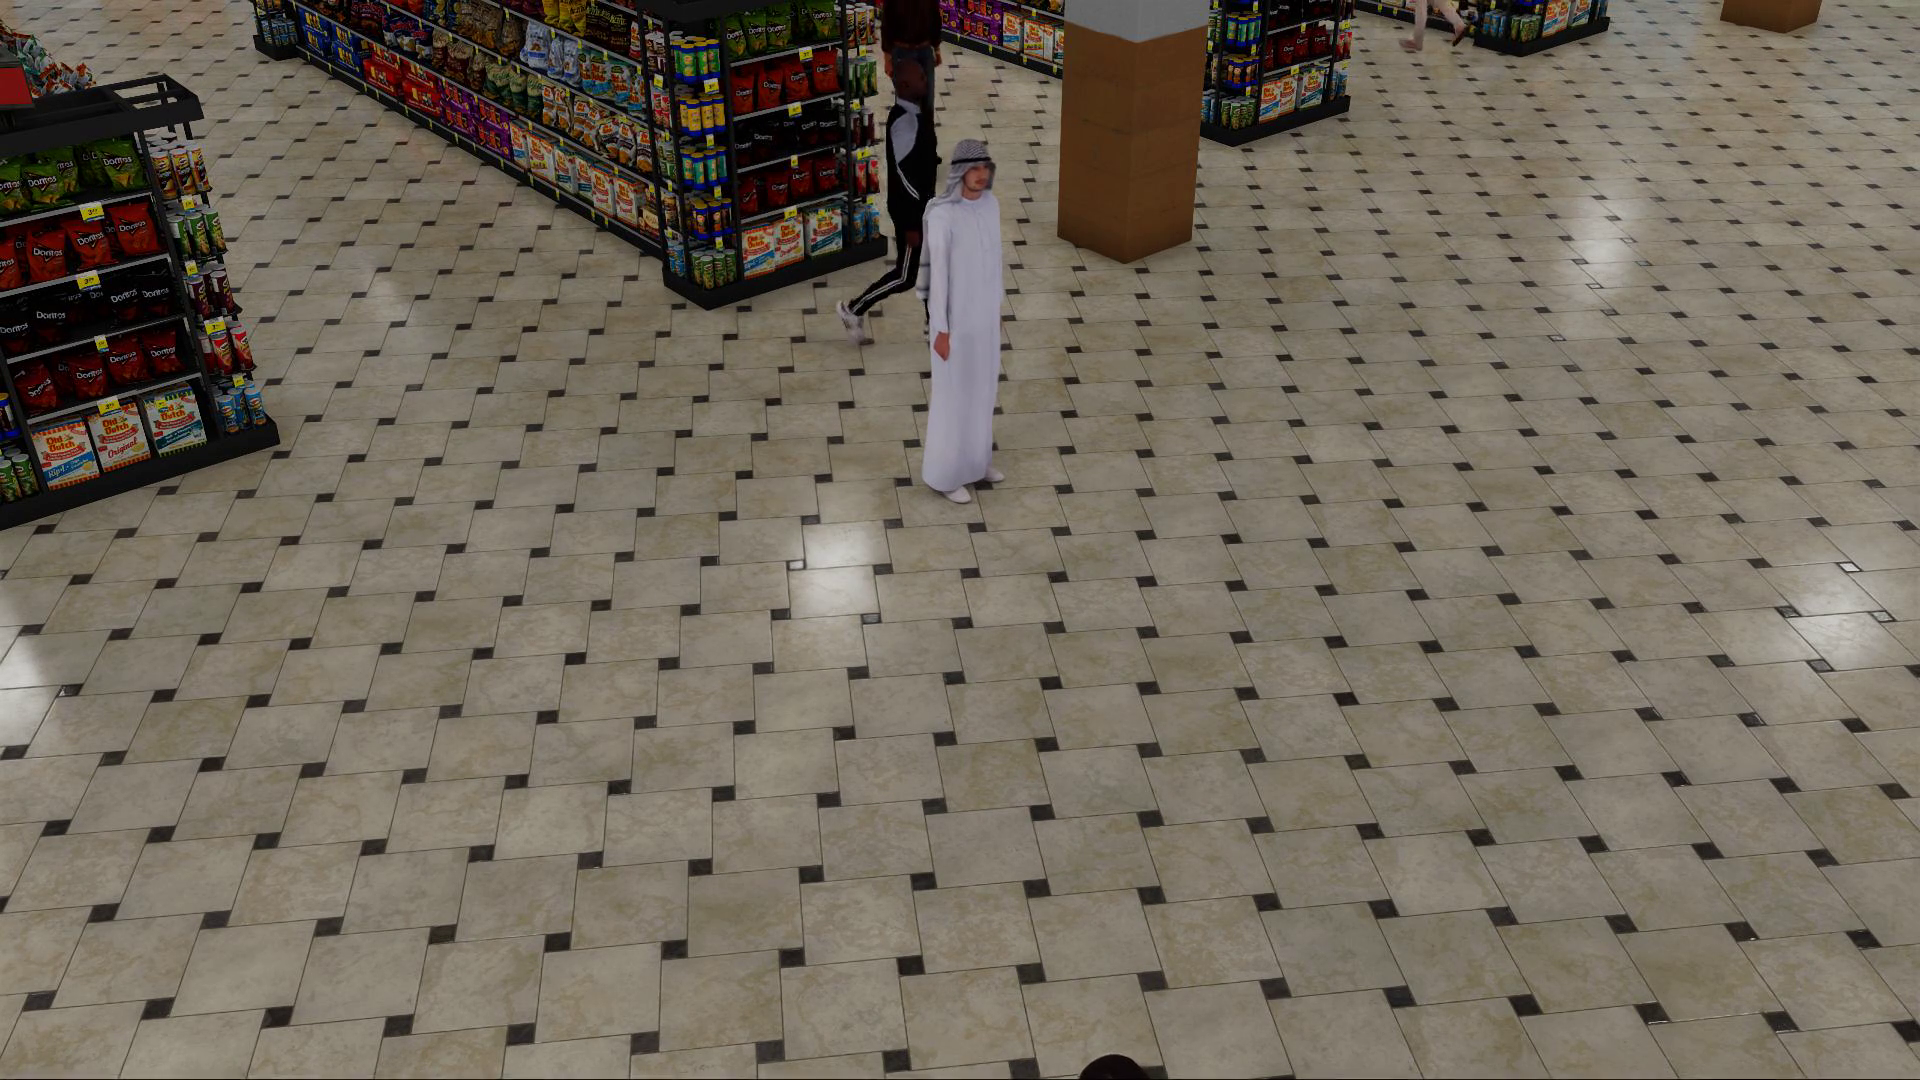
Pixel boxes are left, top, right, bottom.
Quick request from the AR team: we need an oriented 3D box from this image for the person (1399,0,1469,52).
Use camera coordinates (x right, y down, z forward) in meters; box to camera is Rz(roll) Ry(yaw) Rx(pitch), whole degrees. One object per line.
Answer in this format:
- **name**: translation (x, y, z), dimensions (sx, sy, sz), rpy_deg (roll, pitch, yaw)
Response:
- **person**: translation (4.611, -5.498, 15.835), dimensions (0.912, 1.712, 0.672), rpy_deg (25, 40, 34)

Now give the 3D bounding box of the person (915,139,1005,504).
- **person**: translation (0.029, -1.143, 8.634), dimensions (0.680, 1.925, 0.739), rpy_deg (23, 39, 32)

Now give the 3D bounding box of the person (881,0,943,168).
- **person**: translation (-0.415, -3.857, 13.176), dimensions (0.989, 1.735, 1.211), rpy_deg (-8, 33, -13)

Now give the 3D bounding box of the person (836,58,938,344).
- **person**: translation (-0.385, -2.022, 10.169), dimensions (1.148, 1.796, 1.101), rpy_deg (2, 32, 2)
